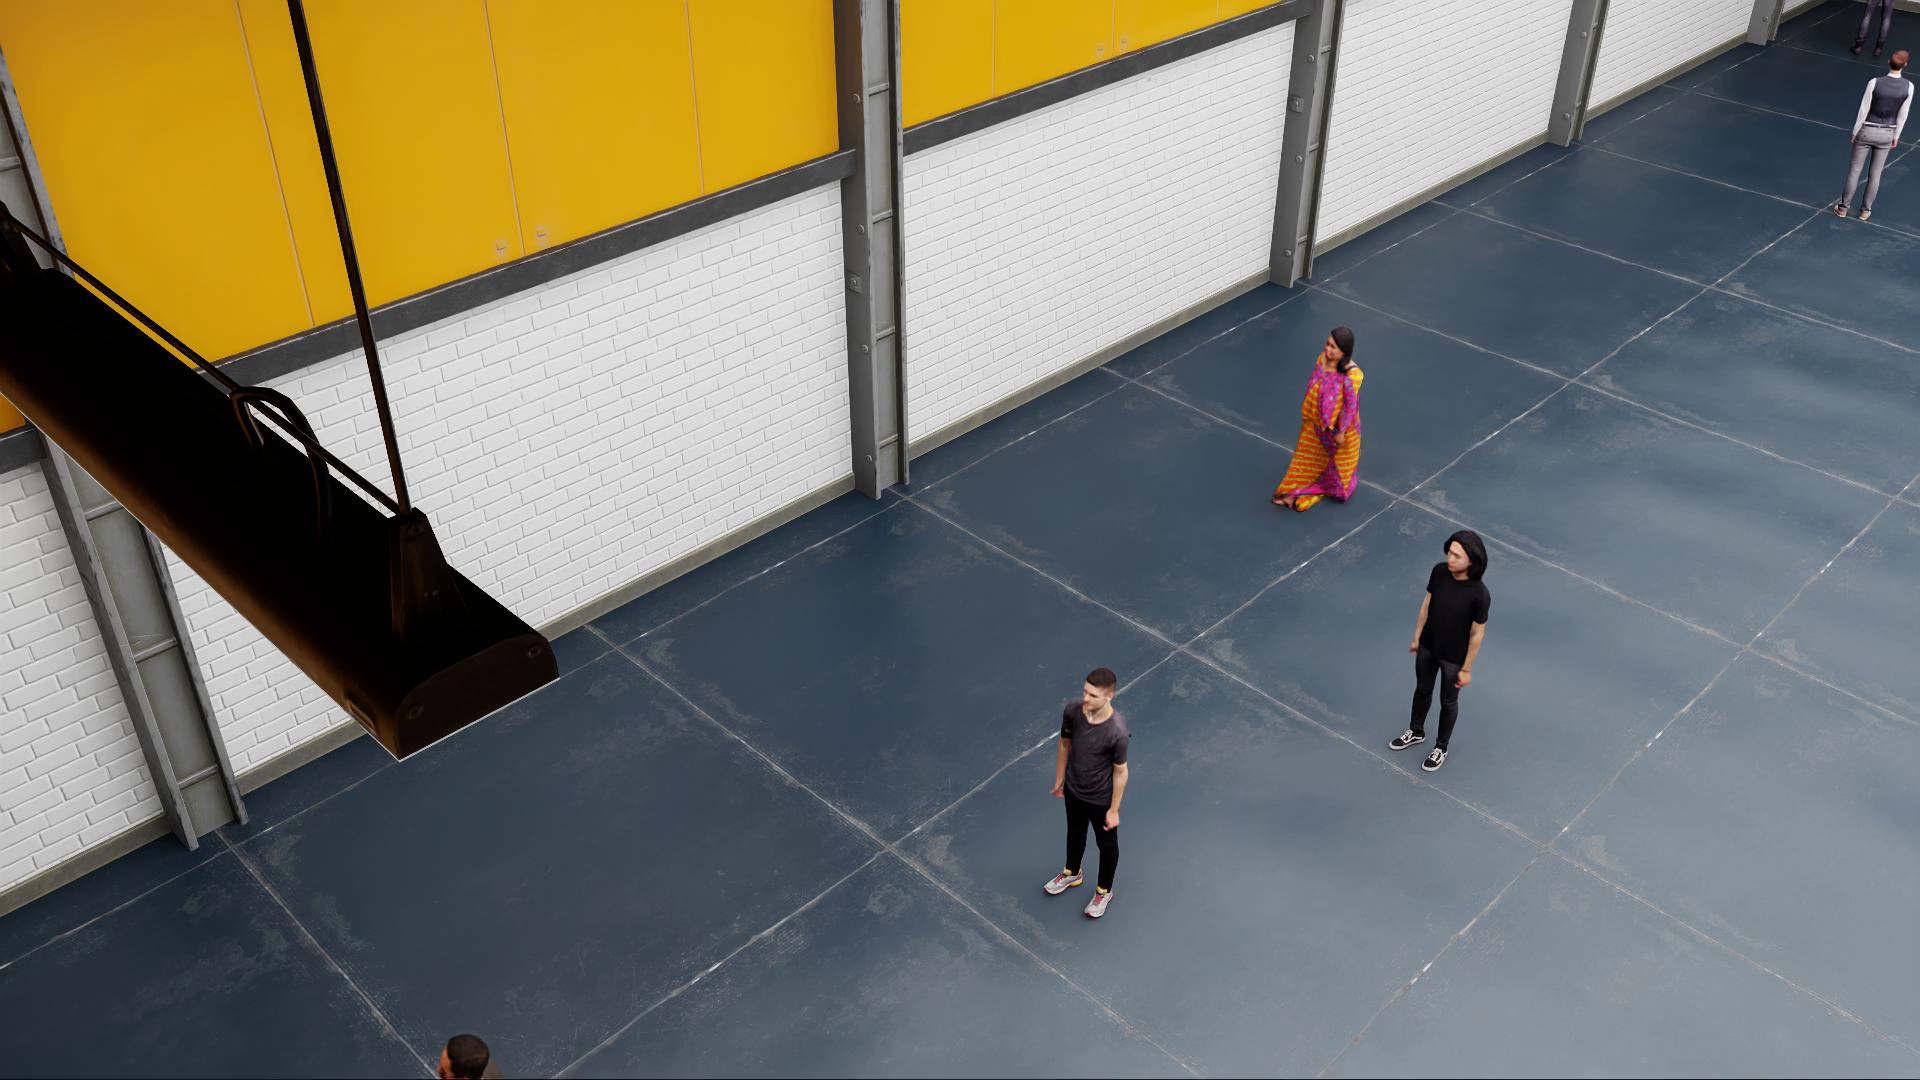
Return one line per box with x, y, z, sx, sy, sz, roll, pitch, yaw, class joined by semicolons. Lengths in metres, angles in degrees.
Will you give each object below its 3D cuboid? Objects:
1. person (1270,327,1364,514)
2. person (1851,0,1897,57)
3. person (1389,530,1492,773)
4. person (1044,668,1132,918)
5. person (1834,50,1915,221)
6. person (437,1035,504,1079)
3.122;-1.025;13.756;1.178;1.667;0.793;-22;39;-29;person
13.361;-7.959;24.039;0.755;1.831;0.742;10;35;15;person
3.223;0.698;11.010;0.575;1.837;0.663;-22;40;-30;person
0.792;1.478;9.902;0.643;1.764;0.557;26;41;33;person
10.416;-4.611;18.906;0.735;1.938;0.712;12;36;18;person
-2.158;2.917;7.701;0.721;1.804;0.749;-10;35;-14;person
